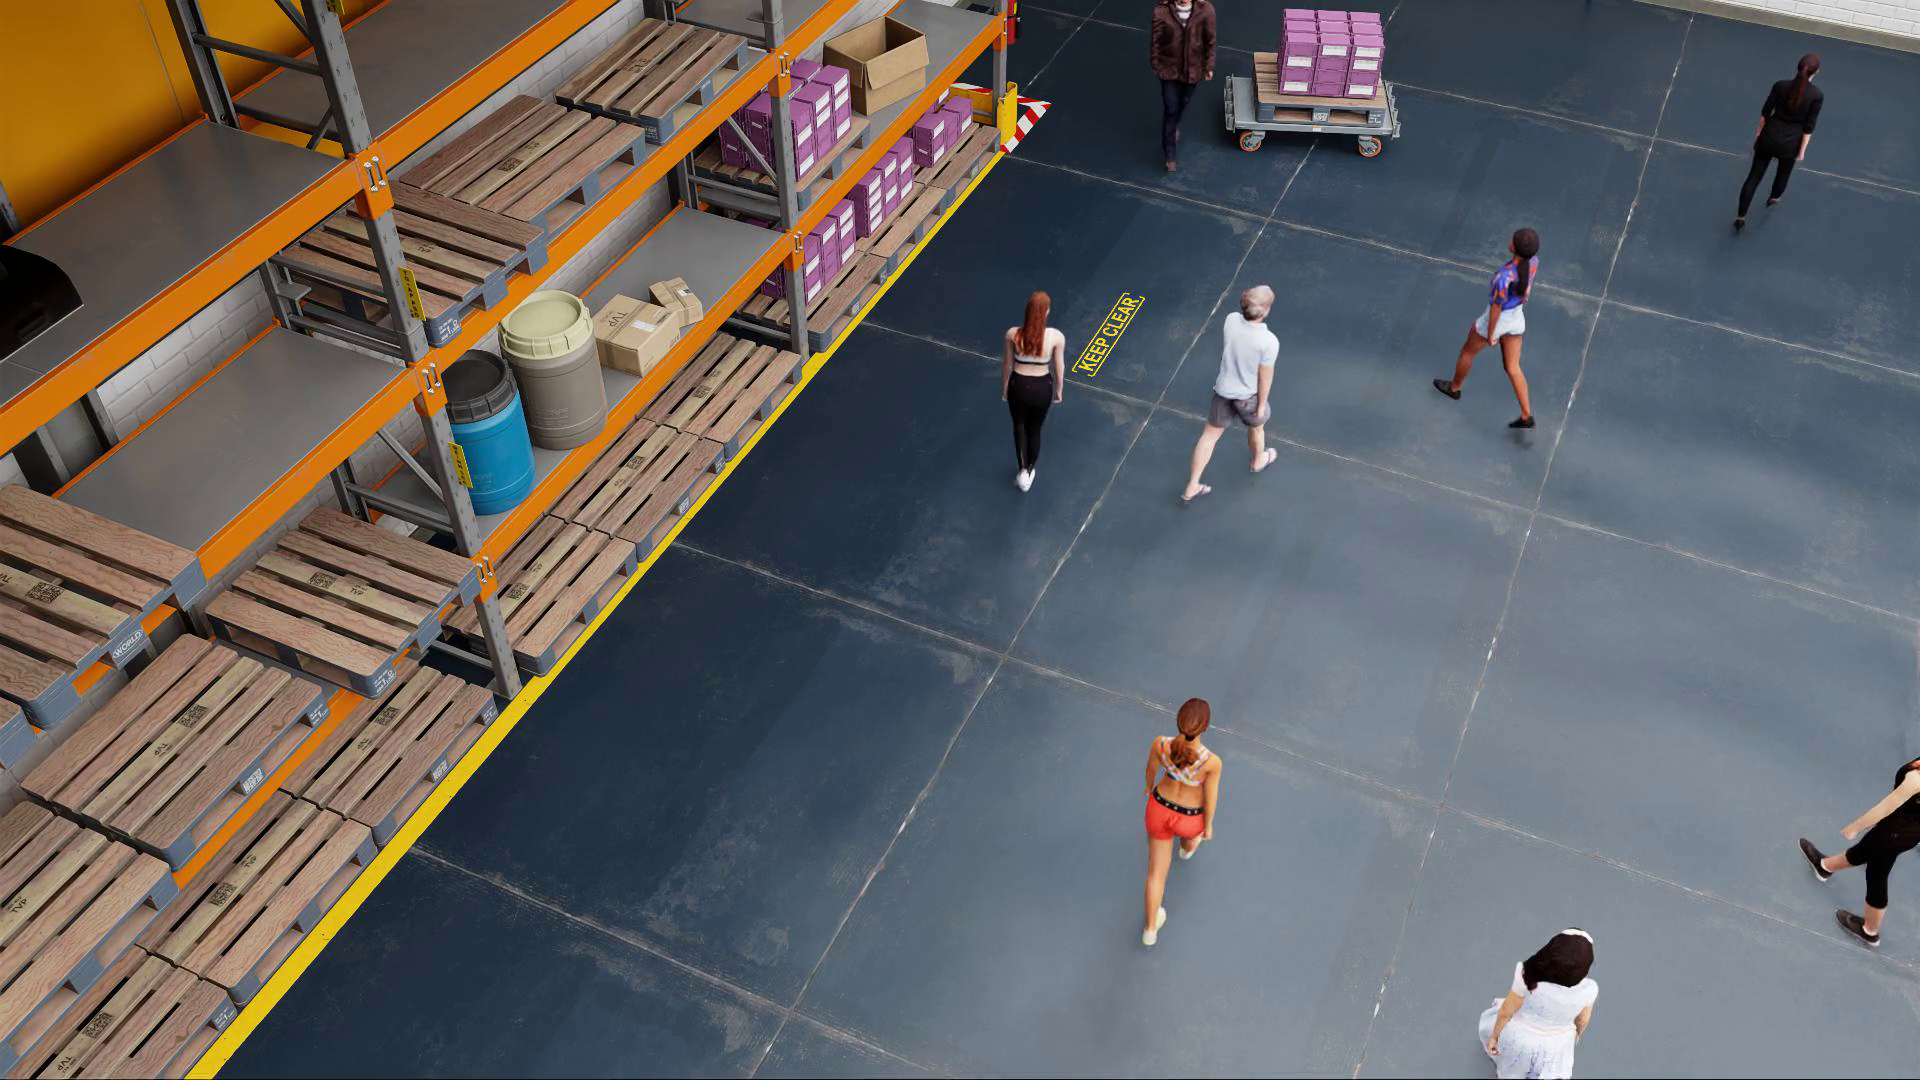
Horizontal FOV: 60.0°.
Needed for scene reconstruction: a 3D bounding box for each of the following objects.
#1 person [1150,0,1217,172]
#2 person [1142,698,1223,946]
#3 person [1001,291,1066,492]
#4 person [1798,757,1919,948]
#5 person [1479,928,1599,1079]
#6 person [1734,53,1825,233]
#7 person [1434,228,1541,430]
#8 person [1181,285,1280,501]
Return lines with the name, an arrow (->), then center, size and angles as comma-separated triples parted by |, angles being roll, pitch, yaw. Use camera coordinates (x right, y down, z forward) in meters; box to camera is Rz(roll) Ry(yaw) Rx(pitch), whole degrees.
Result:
person -> 2.071, -4.481, 15.600 | 1.097, 1.807, 1.296 | -1, 44, -1
person -> 1.173, 1.595, 9.266 | 0.598, 1.746, 1.104 | 17, 46, 17
person -> 0.503, -0.995, 11.992 | 0.701, 1.735, 0.763 | 5, 44, 5
person -> 5.263, 1.662, 9.224 | 0.986, 1.707, 0.988 | -20, 47, -19
person -> 2.811, 2.589, 8.214 | 0.679, 1.758, 1.203 | 15, 46, 15
person -> 7.173, -3.445, 14.645 | 0.767, 1.624, 1.063 | 27, 50, 25
person -> 4.187, -1.581, 12.632 | 1.162, 1.701, 1.092 | -22, 48, -21
person -> 1.944, -1.023, 11.984 | 0.874, 1.788, 1.236 | 33, 52, 30
